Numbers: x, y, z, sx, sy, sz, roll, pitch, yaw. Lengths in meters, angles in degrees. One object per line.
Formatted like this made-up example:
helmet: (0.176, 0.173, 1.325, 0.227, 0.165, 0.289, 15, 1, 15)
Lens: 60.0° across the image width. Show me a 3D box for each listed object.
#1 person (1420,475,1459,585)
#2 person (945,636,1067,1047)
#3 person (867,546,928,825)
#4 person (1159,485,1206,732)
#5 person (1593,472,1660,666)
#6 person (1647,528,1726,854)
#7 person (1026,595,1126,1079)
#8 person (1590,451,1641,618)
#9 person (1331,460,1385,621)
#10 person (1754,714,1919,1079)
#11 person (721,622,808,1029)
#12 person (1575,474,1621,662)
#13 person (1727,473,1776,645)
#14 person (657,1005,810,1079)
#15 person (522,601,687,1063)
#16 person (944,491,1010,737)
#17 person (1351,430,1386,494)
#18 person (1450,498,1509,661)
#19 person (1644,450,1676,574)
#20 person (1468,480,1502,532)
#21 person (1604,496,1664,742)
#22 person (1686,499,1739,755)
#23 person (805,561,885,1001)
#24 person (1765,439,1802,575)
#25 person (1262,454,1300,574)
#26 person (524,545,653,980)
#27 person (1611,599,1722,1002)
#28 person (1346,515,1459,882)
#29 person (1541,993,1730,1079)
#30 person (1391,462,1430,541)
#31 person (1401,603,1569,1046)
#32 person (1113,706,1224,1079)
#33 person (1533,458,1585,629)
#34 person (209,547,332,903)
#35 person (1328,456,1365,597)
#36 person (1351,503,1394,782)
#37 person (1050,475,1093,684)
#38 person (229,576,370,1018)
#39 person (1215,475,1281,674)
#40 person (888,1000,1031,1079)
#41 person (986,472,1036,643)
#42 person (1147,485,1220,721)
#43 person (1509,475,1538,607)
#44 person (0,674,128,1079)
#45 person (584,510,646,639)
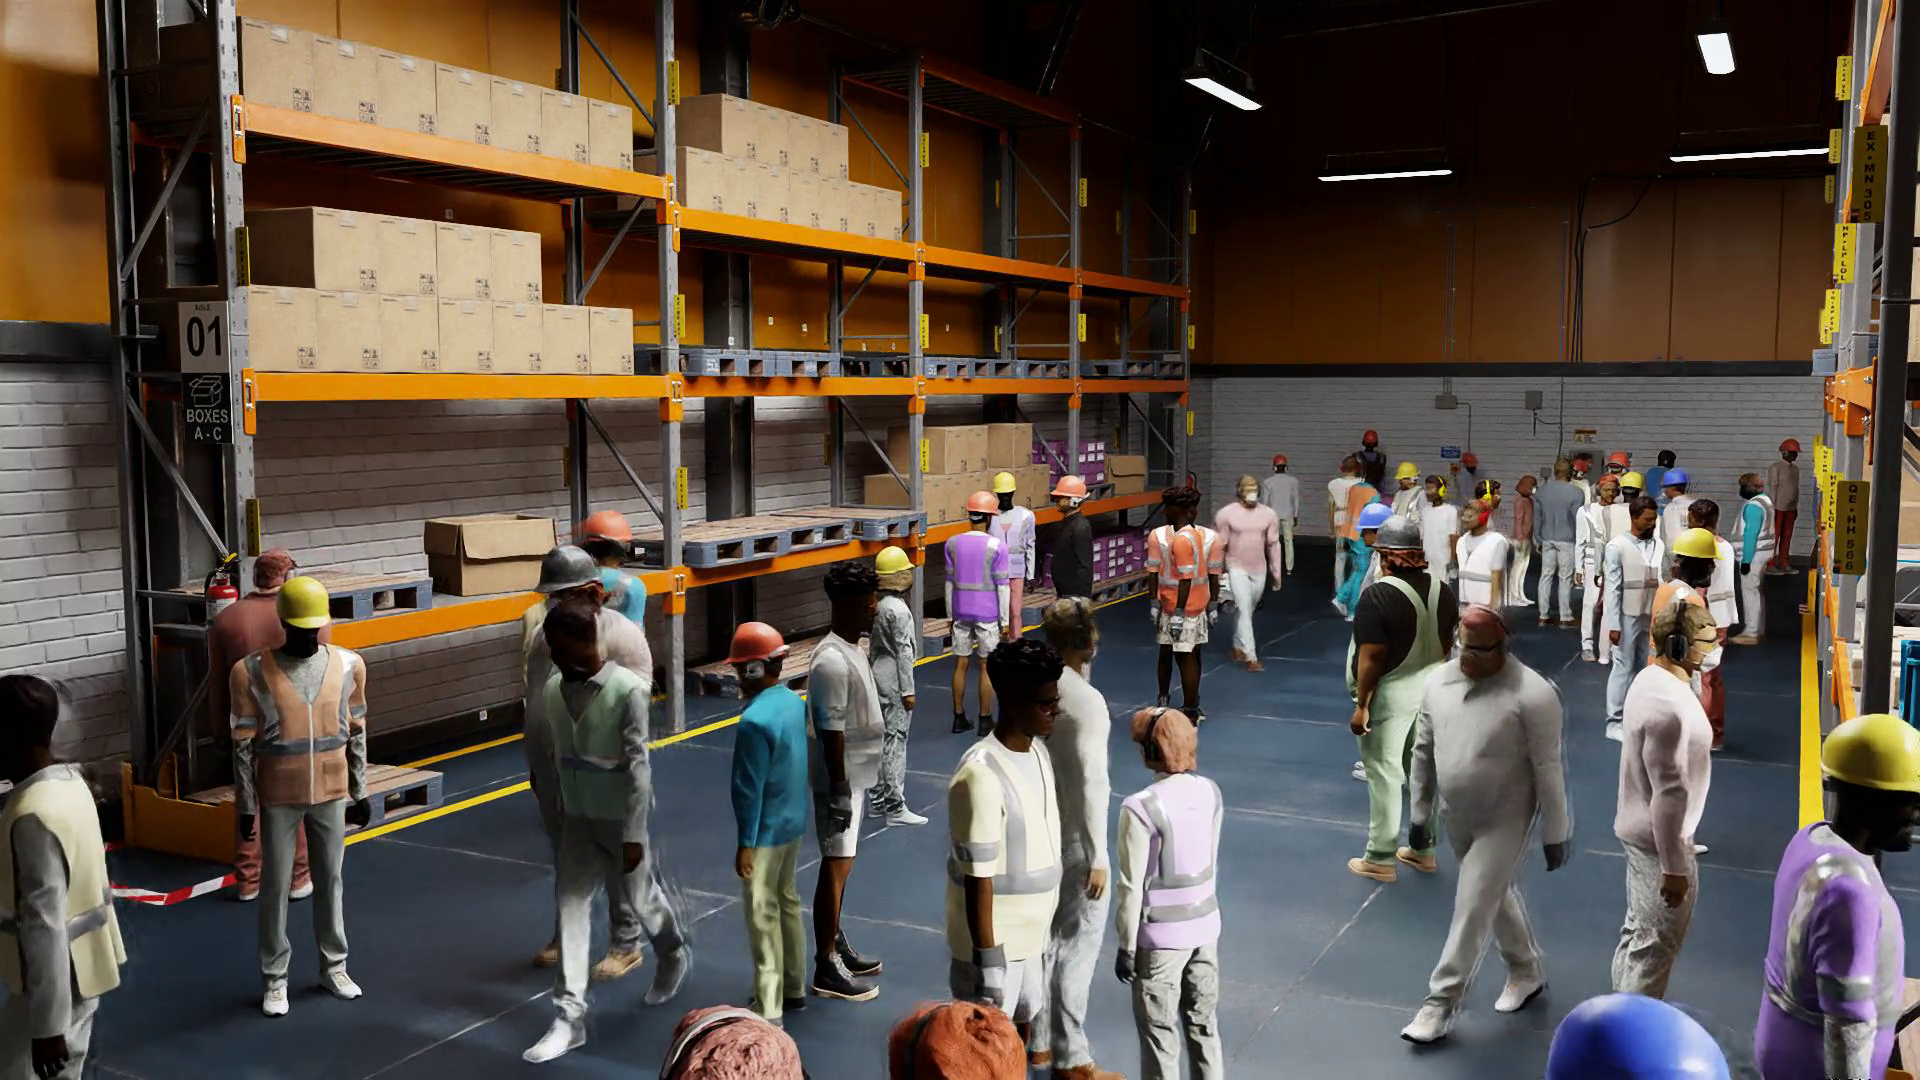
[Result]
person: (4.914, 0.251, 17.000, 0.633, 1.850, 0.535, -3, 6, -29)
person: (0.158, 1.279, 5.411, 0.390, 1.956, 0.604, 3, 6, 26)
person: (-0.412, 0.910, 10.455, 0.287, 1.746, 0.487, -3, 6, -27)
person: (1.765, 0.543, 13.241, 0.365, 1.962, 0.610, 1, 5, 15)
person: (6.504, 0.293, 16.239, 0.595, 1.911, 0.398, 3, 6, 27)
person: (4.285, 0.884, 9.851, 0.409, 1.917, 0.585, 1, 5, 7)
person: (0.424, 1.193, 6.593, 0.341, 1.920, 0.742, -2, 6, -21)
person: (7.682, -0.047, 19.508, 0.411, 1.986, 0.617, -5, 7, -44)
person: (4.676, 0.017, 19.303, 0.468, 1.885, 0.639, -1, 5, -15)
person: (2.304, 1.396, 4.341, 0.417, 1.916, 0.588, 2, 6, 22)
person: (-0.849, 1.218, 7.173, 0.355, 1.740, 0.570, 1, 5, 15)
person: (6.407, 0.281, 16.530, 0.576, 1.880, 0.351, 1, 5, 9)
person: (8.425, 0.199, 17.696, 0.429, 1.830, 0.634, 3, 6, 33)
person: (-0.317, 1.595, 2.330, 0.652, 1.894, 0.401, -4, 7, -36)
person: (-1.494, 1.169, 7.103, 0.623, 1.856, 0.997, 3, 6, 26)
person: (0.149, 0.581, 13.073, 0.548, 1.925, 0.392, 3, 6, 25)
person: (6.624, -0.768, 26.964, 0.605, 2.038, 0.394, -1, 5, -9)
person: (4.426, 0.548, 14.008, 0.891, 1.817, 0.575, -3, 6, -27)
person: (9.996, -0.358, 23.625, 0.429, 1.837, 0.621, -2, 6, -17)
person: (4.947, 0.366, 15.646, 0.328, 1.872, 0.510, 0, 5, 3)
person: (5.202, 0.610, 12.851, 0.598, 1.908, 0.410, -3, 6, -30)
person: (5.577, 0.649, 12.414, 0.405, 1.909, 0.597, 5, 7, 43)
person: (-0.521, 1.070, 7.556, 0.363, 1.963, 0.612, 0, 5, 2)
person: (11.961, -0.476, 24.106, 0.612, 1.986, 0.407, -3, 6, -29)
person: (4.653, -0.370, 24.168, 0.559, 1.754, 0.321, 0, 5, -2)
person: (-1.791, 1.013, 7.776, 0.685, 2.000, 0.535, 3, 6, 29)
person: (2.725, 1.187, 6.440, 0.362, 1.938, 0.631, 2, 6, 17)
person: (2.424, 0.868, 9.338, 0.688, 2.000, 0.536, -3, 6, -31)
person: (1.063, 1.589, 2.405, 0.622, 1.900, 0.993, -4, 7, -39)
person: (5.445, -0.040, 20.266, 0.403, 1.823, 0.587, -2, 6, -24)
person: (2.233, 1.180, 7.078, 0.992, 1.845, 0.658, -3, 6, -33)
person: (0.736, 1.399, 5.837, 0.511, 1.631, 0.320, -5, 7, -42)
person: (6.790, 0.036, 18.835, 0.353, 1.937, 0.635, -4, 7, -36)
person: (-3.674, 0.984, 8.935, 0.673, 1.888, 0.414, 0, 5, -4)
person: (5.026, -0.161, 21.458, 0.567, 1.845, 0.389, 2, 6, 21)
person: (2.924, 0.712, 11.582, 0.413, 1.939, 0.604, 1, 6, 15)
person: (0.936, 0.451, 14.060, 0.375, 1.997, 0.612, -1, 5, -10)
person: (-2.900, 1.111, 7.363, 0.585, 1.920, 0.374, -4, 7, -38)
person: (2.795, 0.304, 16.232, 0.645, 1.896, 1.005, -1, 5, -12)
person: (0.056, 1.601, 2.488, 0.666, 1.855, 0.581, 5, 7, 45)
person: (0.434, 0.312, 15.921, 0.591, 1.926, 0.386, 0, 5, -1)
person: (1.826, 0.524, 13.564, 0.603, 1.948, 0.415, 0, 5, 0)
person: (7.045, 0.008, 20.760, 0.267, 1.632, 0.507, 4, 7, 35)
person: (-2.754, 1.342, 4.977, 0.464, 1.899, 0.615, -2, 6, -22)
person: (-2.083, 0.839, 9.749, 0.616, 2.030, 0.535, 3, 6, 26)
